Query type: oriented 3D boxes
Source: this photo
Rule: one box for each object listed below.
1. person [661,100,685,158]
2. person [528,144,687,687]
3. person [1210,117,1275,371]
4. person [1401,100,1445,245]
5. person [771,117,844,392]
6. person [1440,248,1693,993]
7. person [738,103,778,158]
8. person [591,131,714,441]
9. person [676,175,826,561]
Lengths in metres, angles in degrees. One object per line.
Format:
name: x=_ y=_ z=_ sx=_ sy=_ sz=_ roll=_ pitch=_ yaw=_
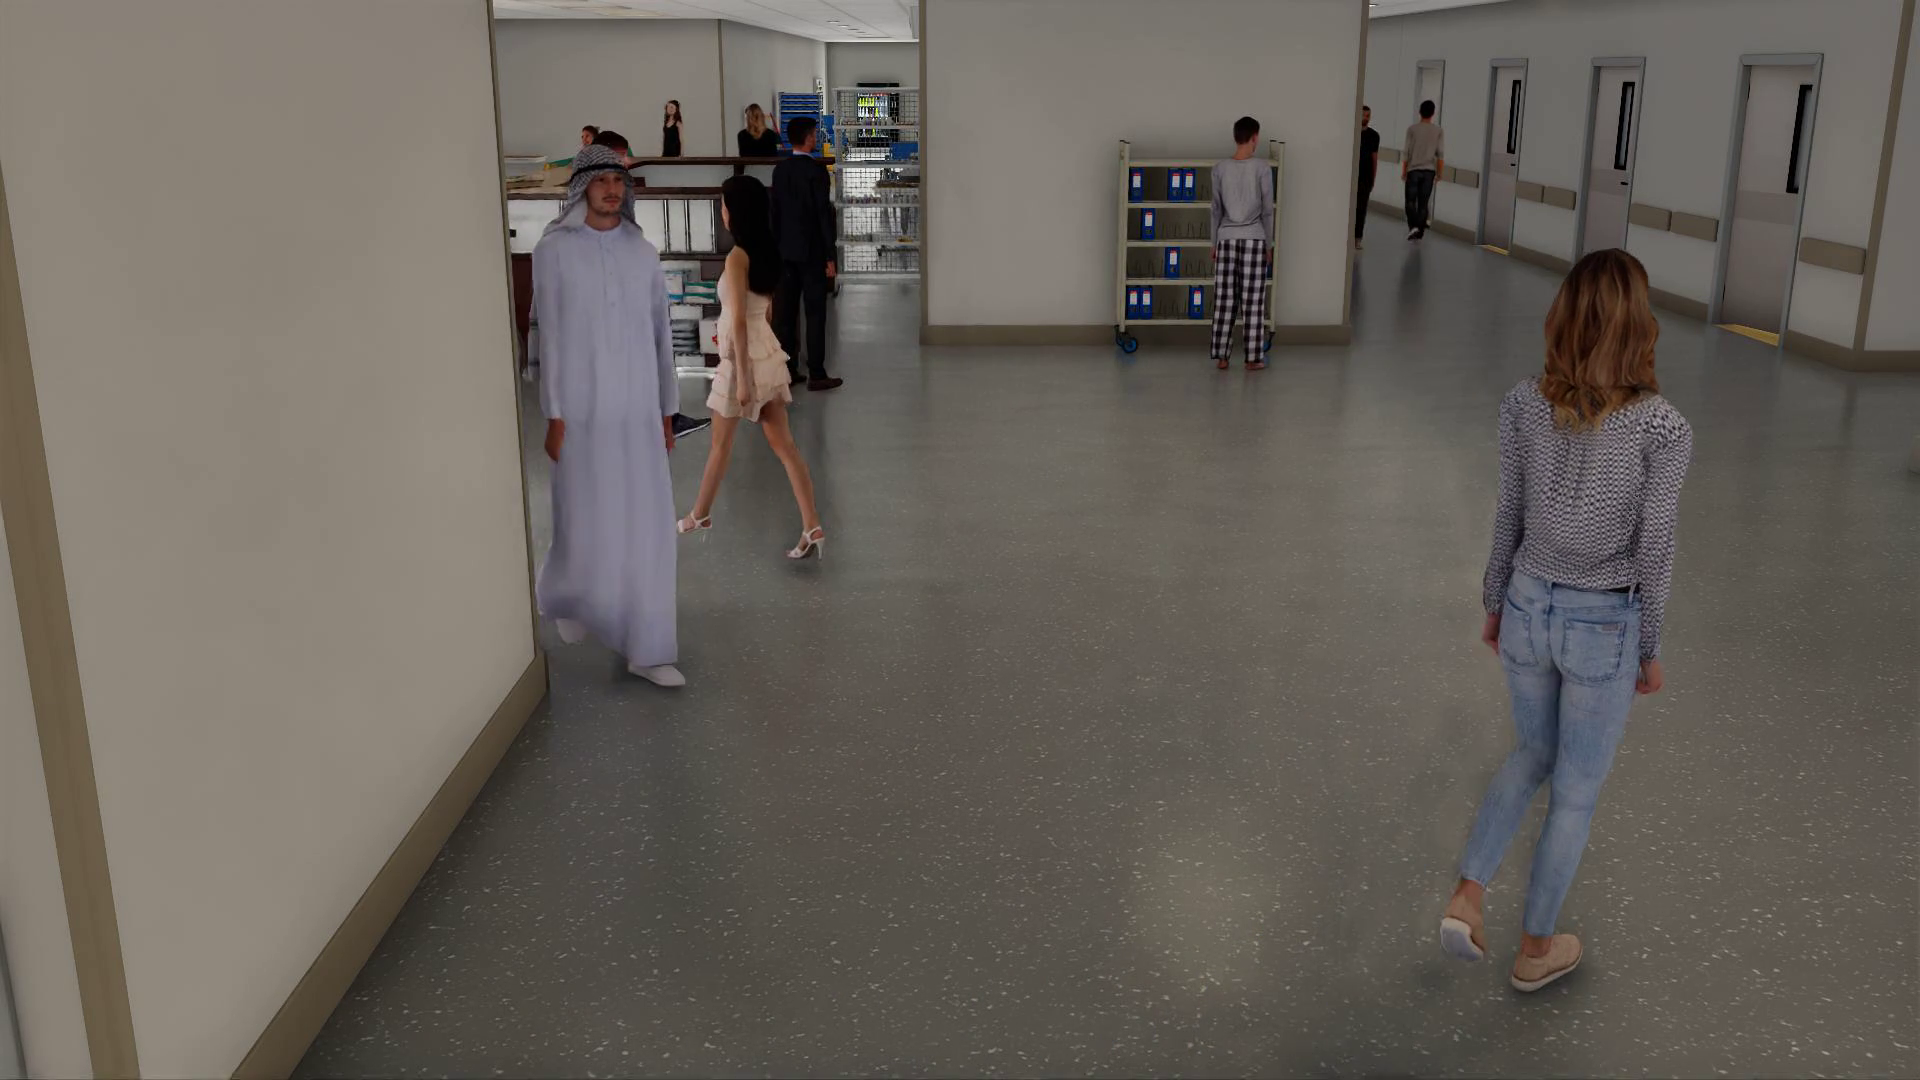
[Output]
person: x=-4.535 y=-6.087 z=26.361 sx=0.631 sy=1.735 sz=0.735 roll=11 pitch=19 yaw=35
person: x=-1.318 y=-0.438 z=6.004 sx=1.051 sy=1.908 sz=1.060 roll=-12 pitch=20 yaw=-36
person: x=2.090 y=-2.193 z=12.343 sx=0.614 sy=1.845 sz=0.758 roll=7 pitch=17 yaw=23
person: x=5.922 y=-4.705 z=21.338 sx=0.644 sy=1.799 sz=0.782 roll=3 pitch=16 yaw=10
person: x=-1.094 y=-1.995 z=11.607 sx=0.691 sy=1.864 sz=0.798 roll=9 pitch=18 yaw=29
person: x=1.349 y=0.250 z=3.785 sx=0.902 sy=1.787 sz=0.827 roll=-13 pitch=20 yaw=-38
person: x=-2.387 y=-4.220 z=19.658 sx=0.936 sy=1.778 sz=0.718 roll=-1 pitch=16 yaw=-4
person: x=-2.103 y=-1.416 z=9.648 sx=1.078 sy=1.812 sz=0.772 roll=2 pitch=16 yaw=7
person: x=-0.835 y=-0.700 z=7.350 sx=1.143 sy=1.682 sz=0.900 roll=7 pitch=17 yaw=24
